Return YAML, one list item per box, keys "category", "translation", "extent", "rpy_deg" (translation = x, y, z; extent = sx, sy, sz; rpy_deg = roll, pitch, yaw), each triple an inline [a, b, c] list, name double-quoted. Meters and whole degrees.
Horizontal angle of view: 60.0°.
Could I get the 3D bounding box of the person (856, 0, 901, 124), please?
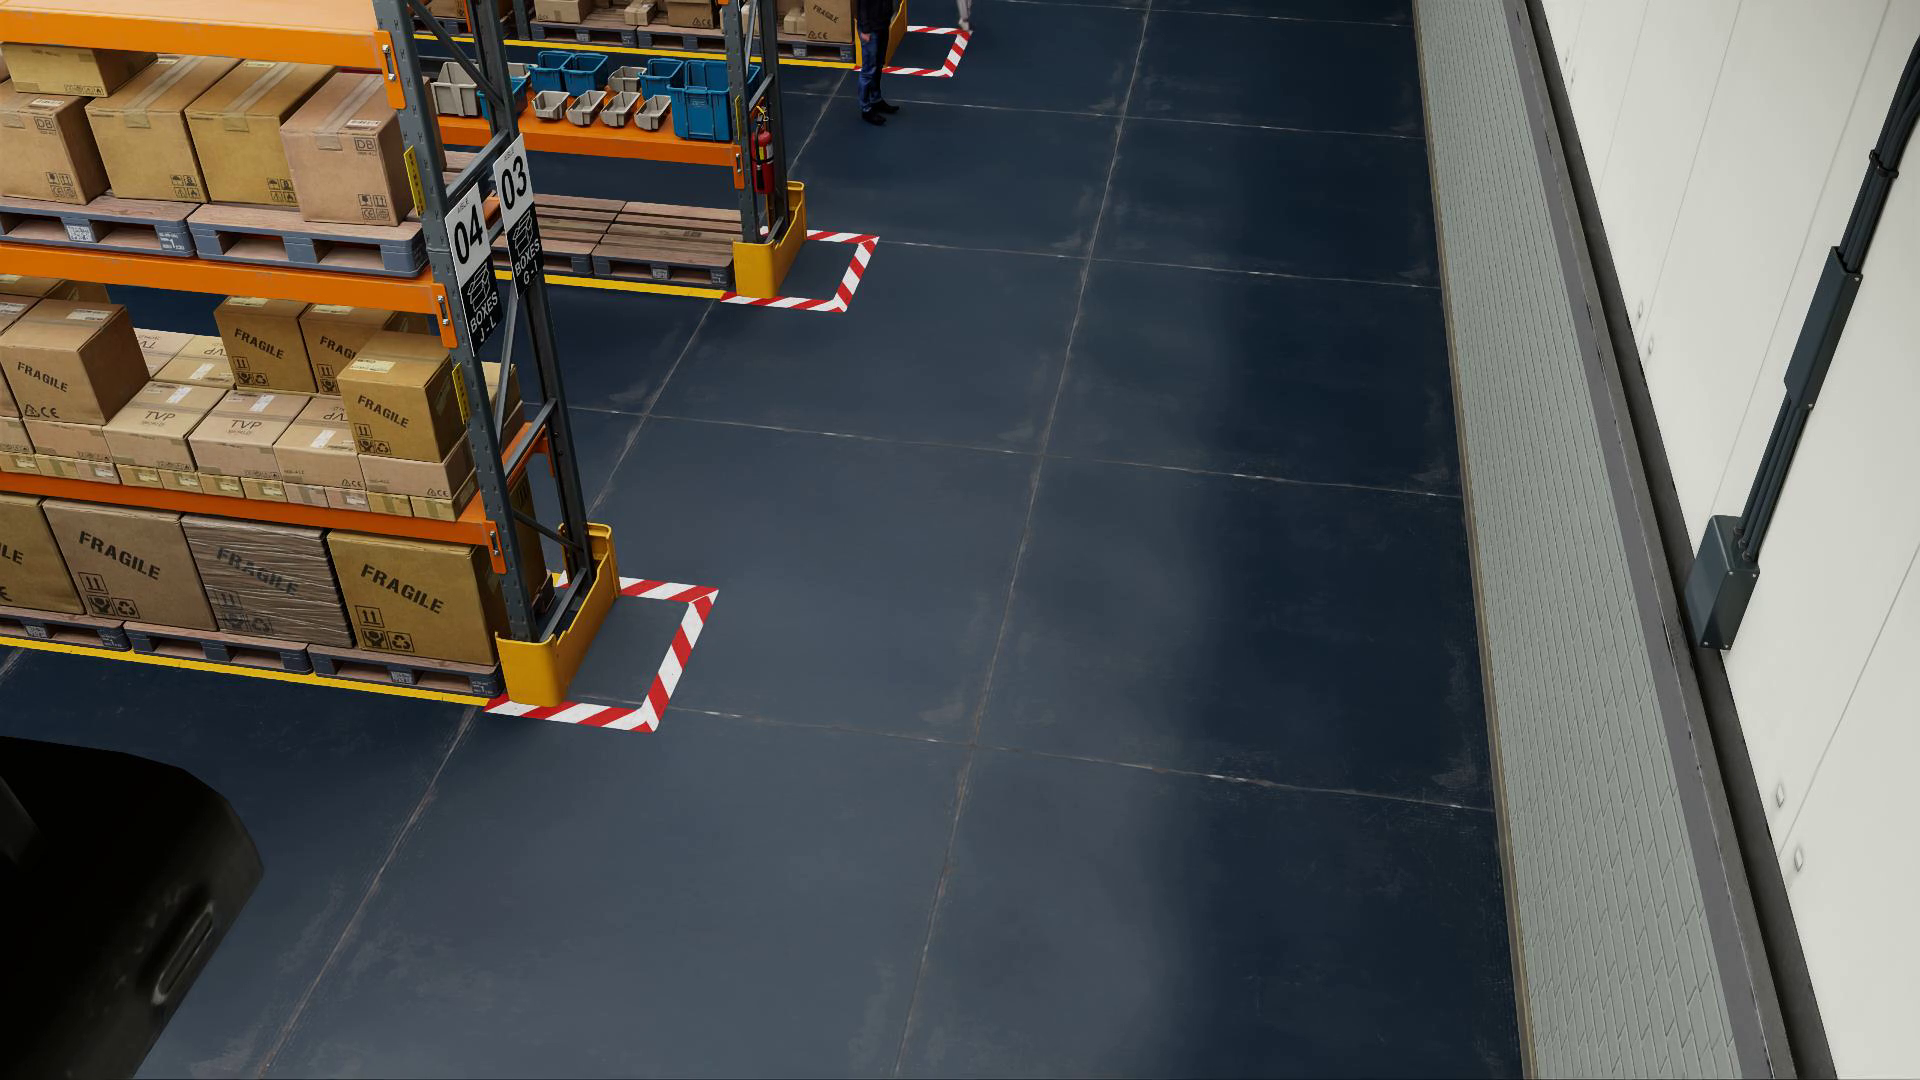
- category: "person"
  translation: [-0.848, -5.027, 16.162]
  extent: [0.648, 1.894, 0.720]
  rpy_deg: [15, 40, 18]
